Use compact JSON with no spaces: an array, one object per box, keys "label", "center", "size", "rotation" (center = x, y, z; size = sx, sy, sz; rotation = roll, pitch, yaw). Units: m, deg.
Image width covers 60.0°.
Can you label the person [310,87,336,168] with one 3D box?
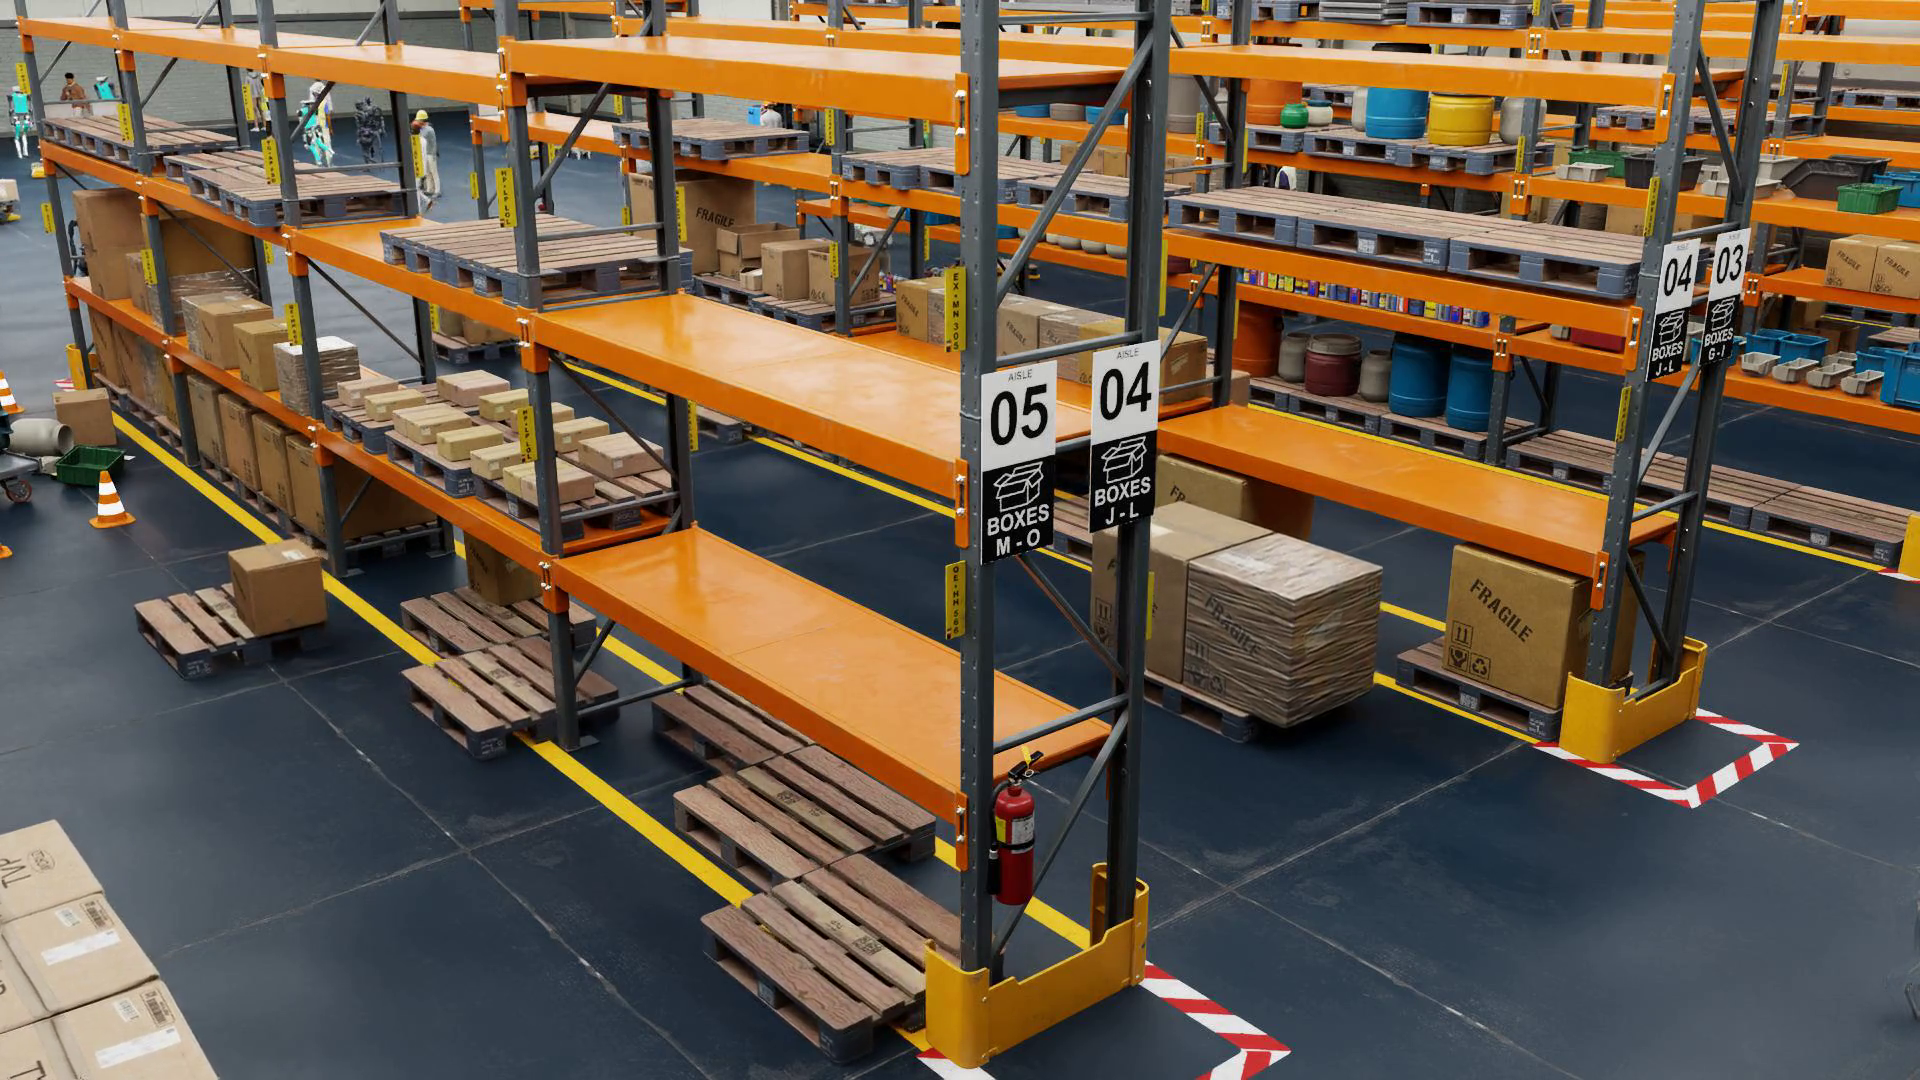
[{"label":"person","center":[-14.869,-9.546,38.660],"size":[0.526,1.891,0.397],"rotation":[2,19,5]}]

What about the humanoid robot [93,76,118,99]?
[{"label":"humanoid robot","center":[-22.692,-11.546,44.563],"size":[0.570,1.724,0.972],"rotation":[1,19,2]}]

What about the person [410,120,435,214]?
[{"label":"person","center":[-10.300,-6.995,31.453],"size":[0.609,1.847,0.629],"rotation":[18,26,41]}]

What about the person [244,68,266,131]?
[{"label":"person","center":[-20.096,-12.610,47.418],"size":[0.391,1.869,0.501],"rotation":[13,23,34]}]

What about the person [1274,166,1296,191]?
[{"label":"person","center":[5.297,-5.480,27.174],"size":[0.390,1.835,0.558],"rotation":[7,21,20]}]

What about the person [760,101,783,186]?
[{"label":"person","center":[-4.091,-8.623,36.041],"size":[0.569,1.889,0.389],"rotation":[-11,22,-28]}]

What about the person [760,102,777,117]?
[{"label":"person","center":[-4.278,-9.059,37.474],"size":[0.406,1.760,0.550],"rotation":[2,19,5]}]

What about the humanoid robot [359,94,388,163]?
[{"label":"humanoid robot","center":[-14.078,-9.876,39.958],"size":[0.598,1.639,0.653],"rotation":[-5,20,-13]}]

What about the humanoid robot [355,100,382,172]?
[{"label":"humanoid robot","center":[-13.634,-9.304,38.309],"size":[0.596,1.631,0.592],"rotation":[3,20,7]}]

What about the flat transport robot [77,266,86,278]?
[{"label":"flat transport robot","center":[-12.303,-3.796,24.740],"size":[0.659,0.231,1.431],"rotation":[16,25,38]}]

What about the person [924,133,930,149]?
[{"label":"person","center":[-0.798,-7.445,32.901],"size":[0.481,1.742,0.320],"rotation":[11,22,29]}]

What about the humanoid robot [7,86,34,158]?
[{"label":"humanoid robot","center":[-23.211,-10.290,41.100],"size":[0.537,1.817,0.801],"rotation":[-16,25,-39]}]

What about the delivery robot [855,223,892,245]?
[{"label":"delivery robot","center":[-1.557,-5.343,28.740],"size":[0.815,0.614,0.499],"rotation":[-16,25,-38]}]

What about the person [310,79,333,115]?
[{"label":"person","center":[-16.695,-11.278,43.584],"size":[0.508,1.888,0.743],"rotation":[-3,20,-9]}]

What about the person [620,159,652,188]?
[{"label":"person","center":[-5.302,-5.743,27.767],"size":[0.614,1.927,0.902],"rotation":[6,20,17]}]

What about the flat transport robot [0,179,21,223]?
[{"label":"flat transport robot","center":[-18.356,-5.989,30.980],"size":[0.659,0.231,1.431],"rotation":[7,20,18]}]

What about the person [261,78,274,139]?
[{"label":"person","center":[-18.603,-11.565,44.707],"size":[0.323,1.688,0.528],"rotation":[-9,21,-25]}]

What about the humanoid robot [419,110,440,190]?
[{"label":"humanoid robot","center":[-11.415,-8.342,35.532],"size":[0.315,1.657,0.599],"rotation":[10,22,26]}]

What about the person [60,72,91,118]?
[{"label":"person","center":[-23.623,-11.511,44.322],"size":[0.862,1.839,0.540],"rotation":[4,20,12]}]

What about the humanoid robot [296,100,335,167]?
[{"label":"humanoid robot","center":[-14.307,-8.902,37.136],"size":[1.019,1.756,0.535],"rotation":[12,23,31]}]

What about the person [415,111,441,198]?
[{"label":"person","center":[-11.003,-7.954,34.318],"size":[0.532,1.765,0.327],"rotation":[14,24,35]}]

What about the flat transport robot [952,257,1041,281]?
[{"label":"flat transport robot","center":[0.558,-4.227,25.966],"size":[0.659,0.231,1.431],"rotation":[-14,24,-34]}]

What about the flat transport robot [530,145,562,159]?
[{"label":"flat transport robot","center":[-10.515,-9.687,41.505],"size":[0.659,0.231,1.431],"rotation":[11,22,28]}]

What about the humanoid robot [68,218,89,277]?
[{"label":"humanoid robot","center":[-11.879,-3.871,22.839],"size":[0.594,1.647,0.403],"rotation":[-9,21,-25]}]

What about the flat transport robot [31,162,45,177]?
[{"label":"flat transport robot","center":[-20.894,-8.487,38.091],"size":[0.659,0.231,1.431],"rotation":[-10,22,-26]}]

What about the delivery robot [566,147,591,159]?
[{"label":"delivery robot","center":[-9.450,-9.744,41.228],"size":[0.499,0.589,0.790],"rotation":[-12,23,-31]}]

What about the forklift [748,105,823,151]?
[{"label":"forklift","center":[-4.526,-11.368,42.374],"size":[1.129,2.768,1.873],"rotation":[-15,24,-37]}]
